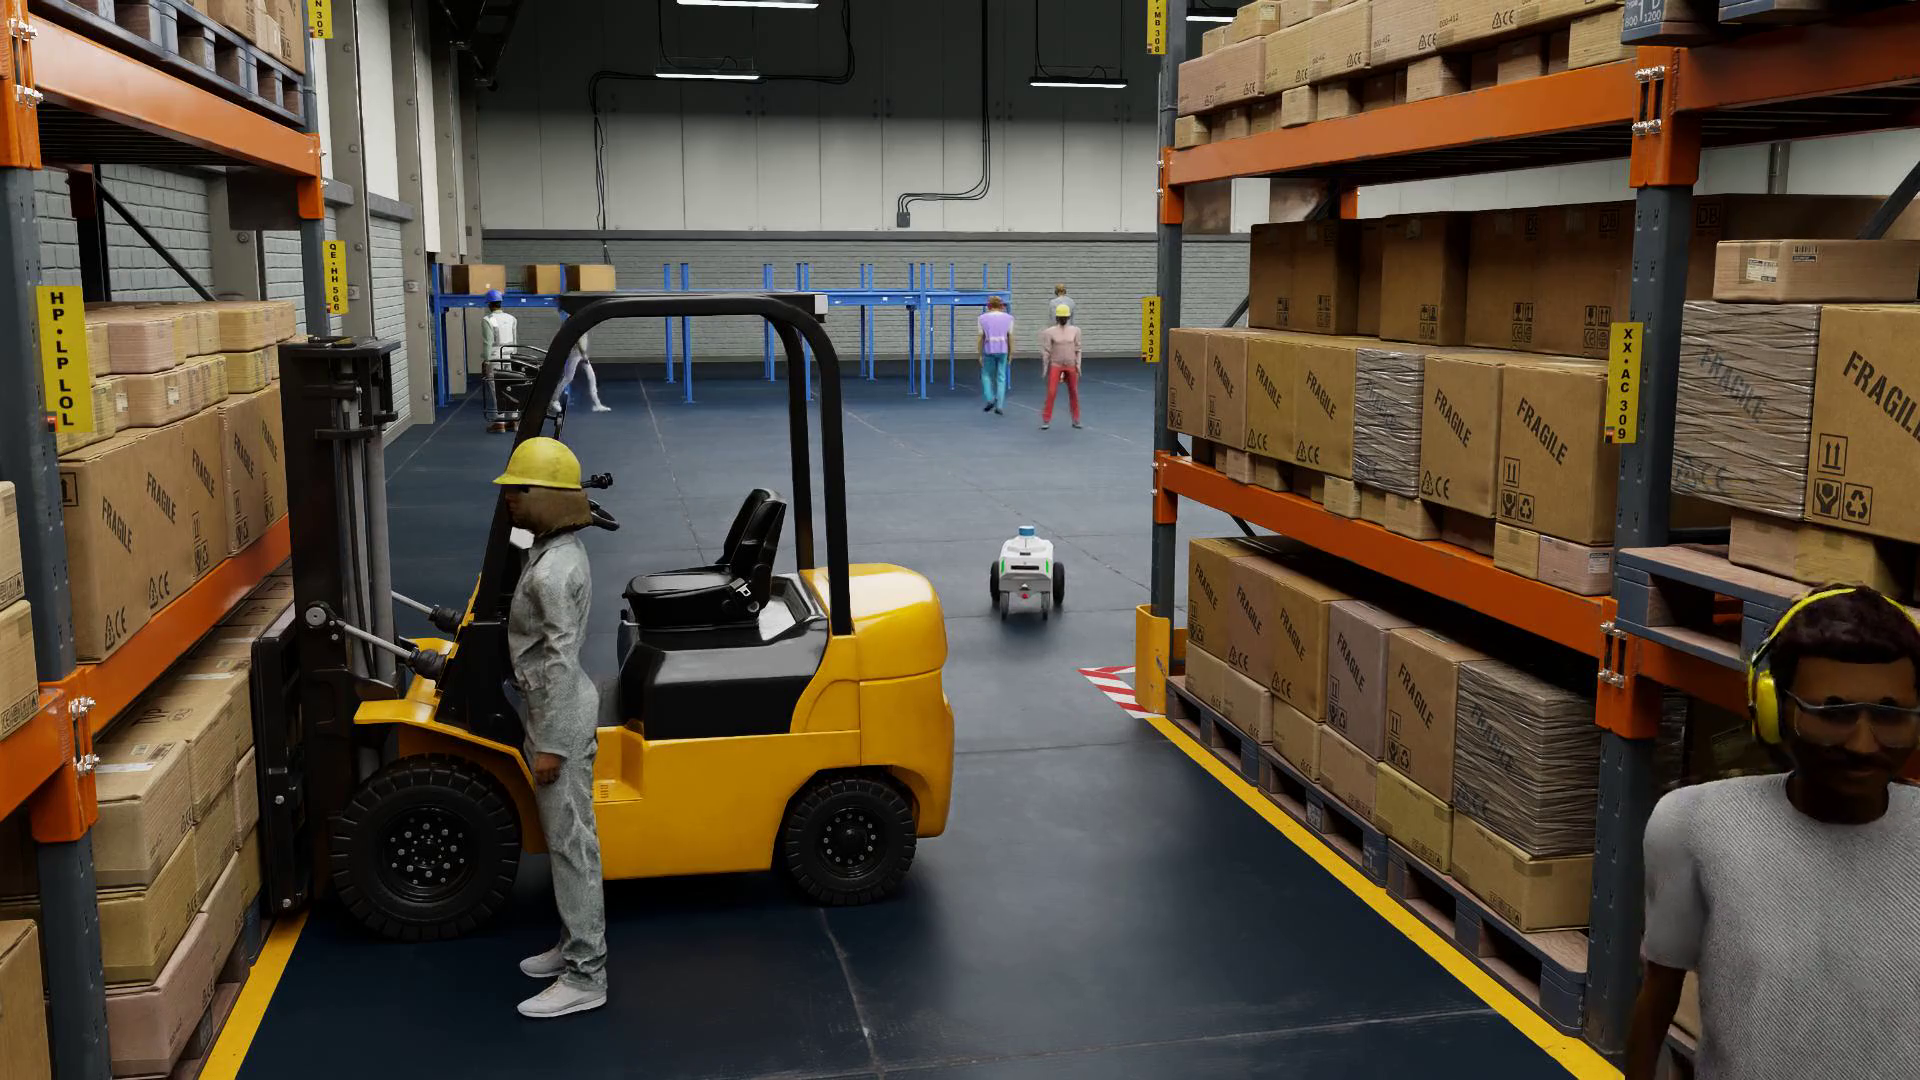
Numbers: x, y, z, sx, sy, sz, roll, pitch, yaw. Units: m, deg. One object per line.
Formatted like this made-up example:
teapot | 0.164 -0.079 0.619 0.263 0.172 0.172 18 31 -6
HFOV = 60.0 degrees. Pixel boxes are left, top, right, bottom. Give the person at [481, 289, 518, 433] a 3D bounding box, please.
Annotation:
person | -6.312 -2.449 22.760 0.403 1.943 0.610 5 11 28

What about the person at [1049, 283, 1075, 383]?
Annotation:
person | 1.989 -4.067 32.656 0.630 1.935 0.369 -7 12 -38

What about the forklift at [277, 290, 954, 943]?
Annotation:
forklift | -1.179 0.175 6.143 2.313 2.155 1.214 -2 10 -12

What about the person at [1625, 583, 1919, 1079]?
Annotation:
person | 1.235 0.964 2.364 0.534 1.818 0.970 3 10 15

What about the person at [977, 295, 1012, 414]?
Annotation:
person | 0.536 -2.865 25.672 0.564 1.827 0.458 -2 9 -11

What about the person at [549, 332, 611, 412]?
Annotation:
person | -5.993 -2.905 25.947 0.992 1.821 0.527 2 10 12

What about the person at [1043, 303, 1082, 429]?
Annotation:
person | 1.443 -2.440 23.326 0.543 1.759 0.358 -1 9 -6

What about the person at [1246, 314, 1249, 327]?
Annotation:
person | 4.771 -3.089 26.753 0.421 1.926 0.554 1 9 9

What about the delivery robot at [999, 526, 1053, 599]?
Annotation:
delivery robot | 0.440 0.151 10.990 0.477 0.478 0.707 1 9 4

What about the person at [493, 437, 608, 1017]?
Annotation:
person | -1.238 0.556 5.054 0.282 1.746 0.493 -2 10 -12
